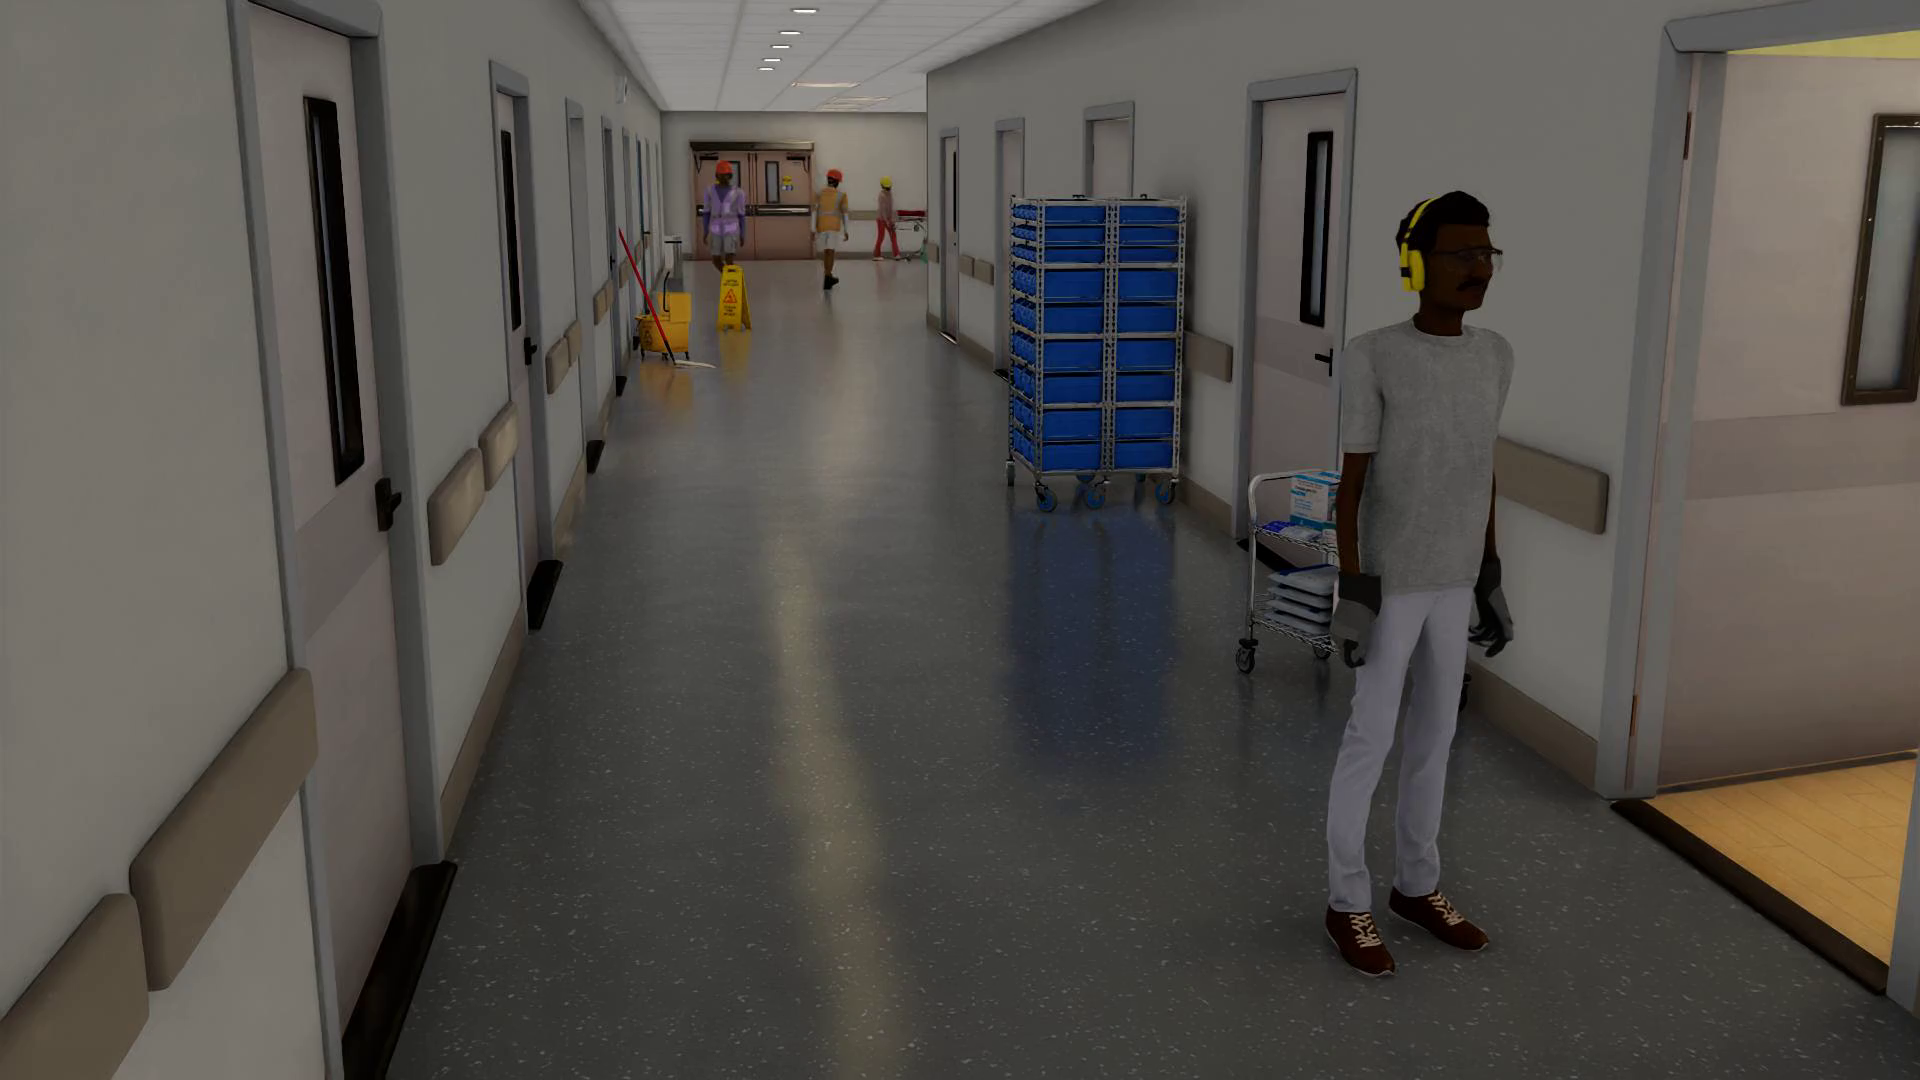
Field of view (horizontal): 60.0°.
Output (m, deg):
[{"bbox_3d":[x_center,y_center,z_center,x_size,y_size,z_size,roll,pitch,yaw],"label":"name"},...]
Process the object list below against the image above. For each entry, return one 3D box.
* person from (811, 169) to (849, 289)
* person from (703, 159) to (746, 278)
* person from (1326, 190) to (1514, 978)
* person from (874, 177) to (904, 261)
[{"bbox_3d":[-2.064,-4.955,26.497,0.572,1.874,0.970,3,13,11],"label":"person"},{"bbox_3d":[-3.400,-4.496,24.158,0.622,2.023,0.701,2,13,7],"label":"person"},{"bbox_3d":[1.123,0.113,4.020,0.510,1.877,0.329,-6,14,-25],"label":"person"},{"bbox_3d":[-1.455,-6.514,33.827,0.759,1.706,0.583,8,15,31],"label":"person"}]
